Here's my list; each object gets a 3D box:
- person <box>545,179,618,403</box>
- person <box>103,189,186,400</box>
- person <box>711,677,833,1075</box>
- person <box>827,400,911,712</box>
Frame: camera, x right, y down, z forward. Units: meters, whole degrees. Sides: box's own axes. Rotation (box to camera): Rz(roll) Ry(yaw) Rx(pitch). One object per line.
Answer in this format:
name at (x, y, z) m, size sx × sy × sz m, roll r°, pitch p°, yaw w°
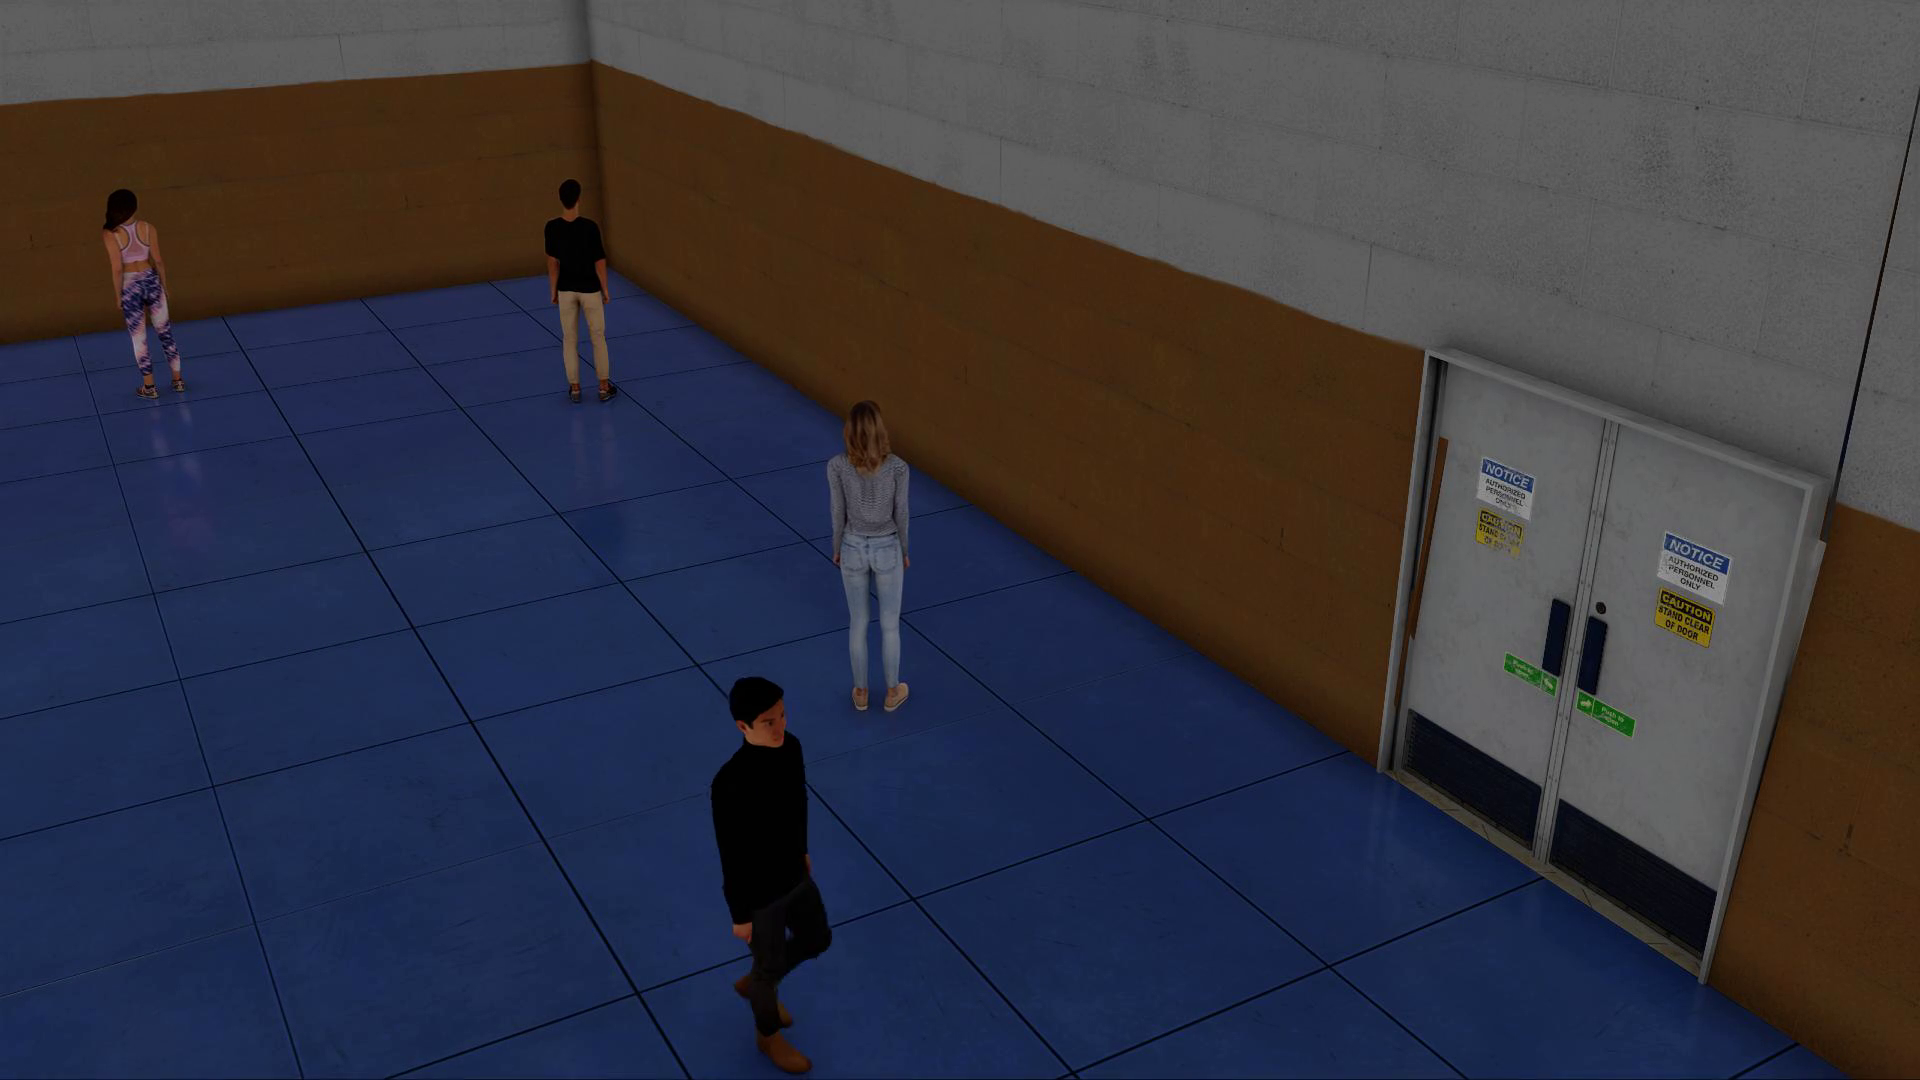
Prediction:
person at (-3.172, -2.074, 13.869) m, size 0.631 × 1.859 × 0.773 m, roll -1°, pitch 24°, yaw -3°
person at (-6.912, -2.086, 14.042) m, size 0.706 × 1.766 × 0.552 m, roll 21°, pitch 31°, yaw 40°
person at (-0.784, 1.271, 6.439) m, size 0.854 × 1.711 × 0.769 m, roll 14°, pitch 27°, yaw 29°
person at (-0.482, 0.093, 9.027) m, size 0.632 × 1.796 × 0.725 m, roll 3°, pitch 24°, yaw 6°
